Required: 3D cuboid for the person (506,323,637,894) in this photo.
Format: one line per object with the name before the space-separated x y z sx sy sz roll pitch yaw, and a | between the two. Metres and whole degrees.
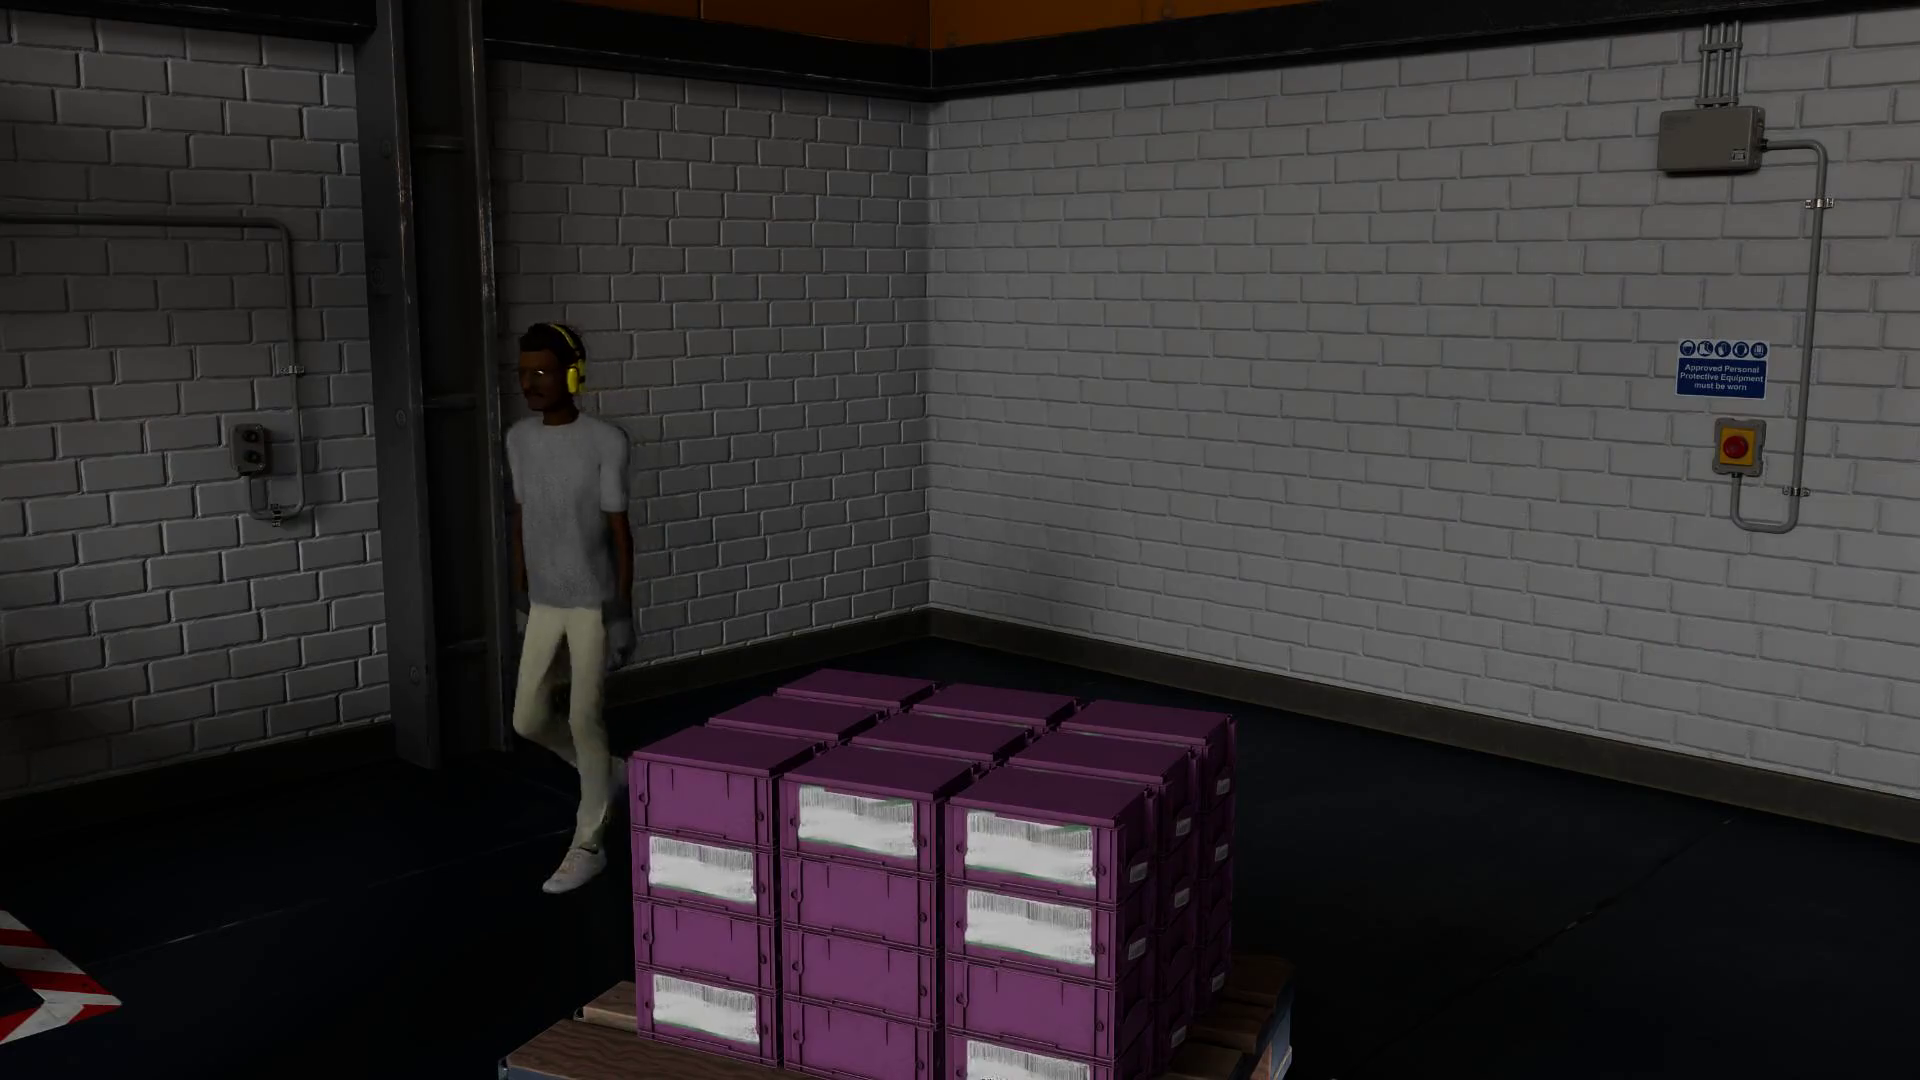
person | -1.250 0.210 5.512 0.534 1.856 0.510 4 10 23
